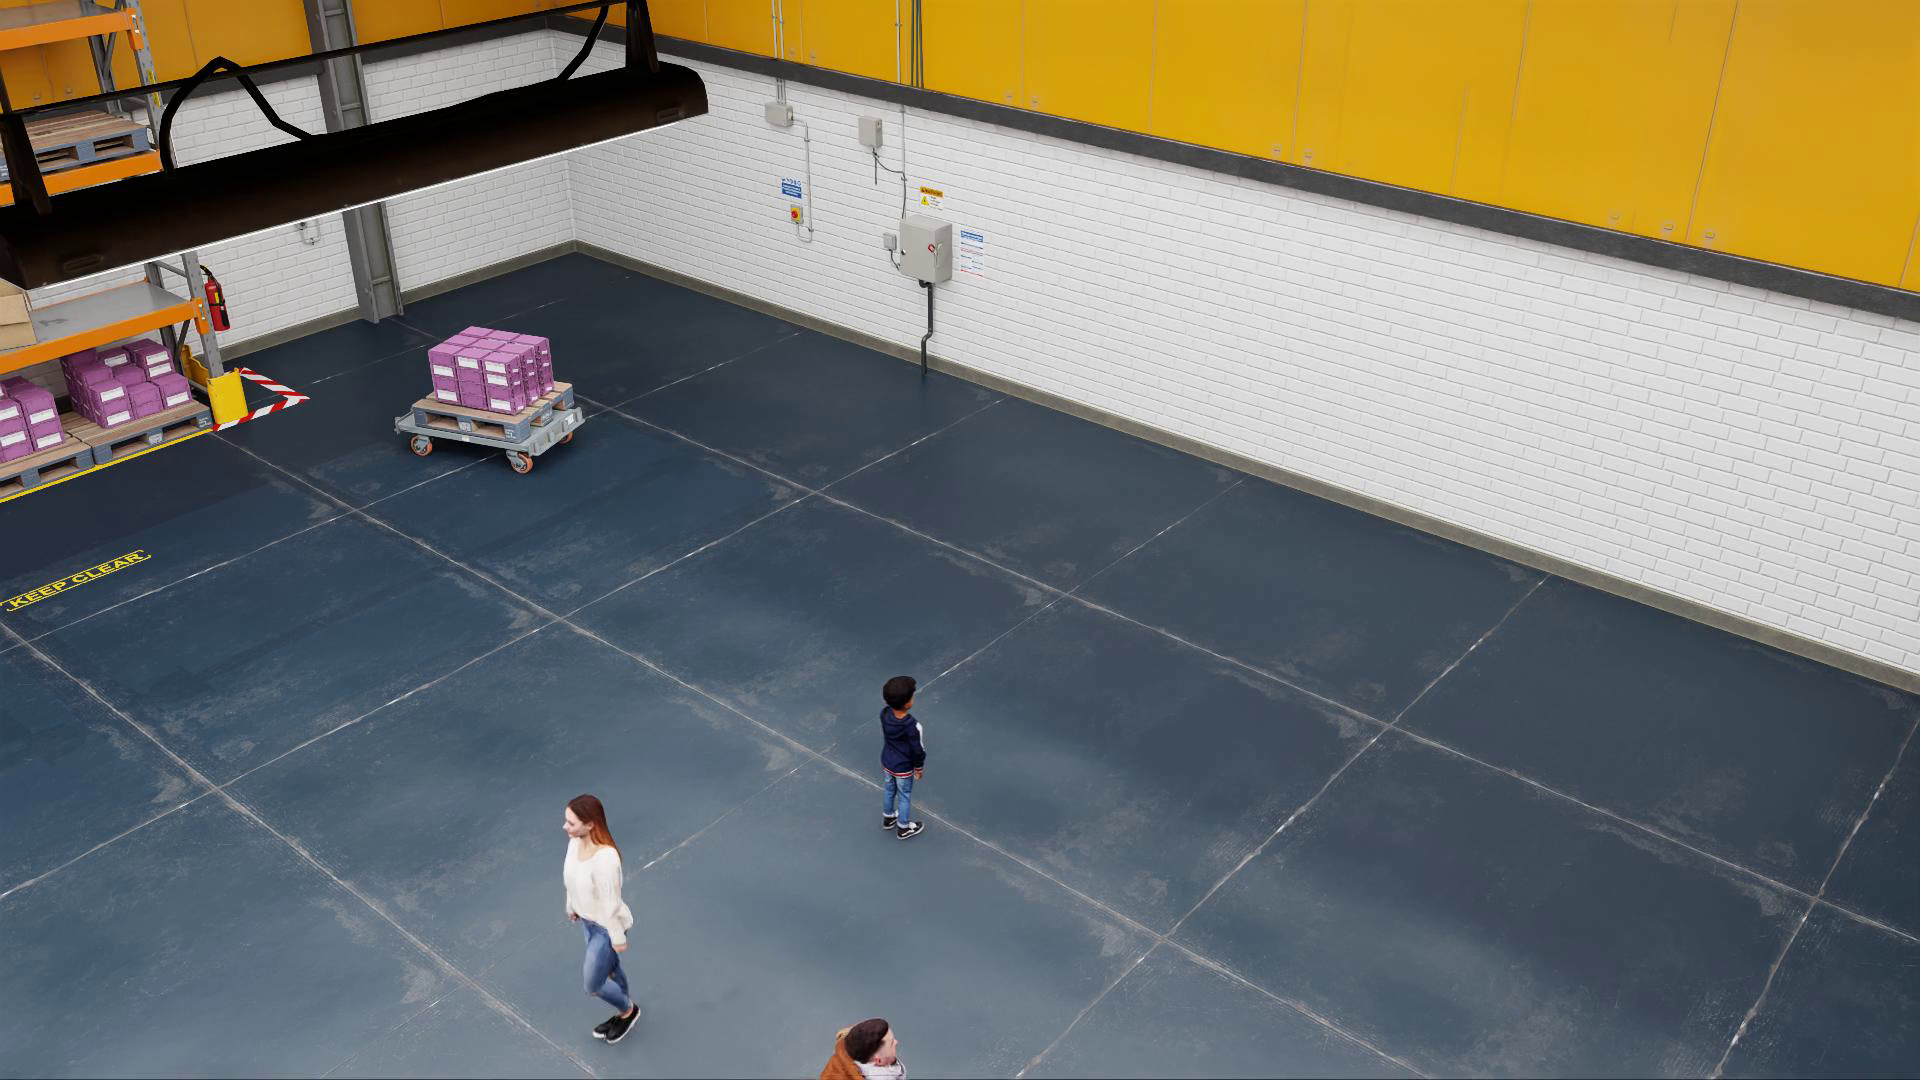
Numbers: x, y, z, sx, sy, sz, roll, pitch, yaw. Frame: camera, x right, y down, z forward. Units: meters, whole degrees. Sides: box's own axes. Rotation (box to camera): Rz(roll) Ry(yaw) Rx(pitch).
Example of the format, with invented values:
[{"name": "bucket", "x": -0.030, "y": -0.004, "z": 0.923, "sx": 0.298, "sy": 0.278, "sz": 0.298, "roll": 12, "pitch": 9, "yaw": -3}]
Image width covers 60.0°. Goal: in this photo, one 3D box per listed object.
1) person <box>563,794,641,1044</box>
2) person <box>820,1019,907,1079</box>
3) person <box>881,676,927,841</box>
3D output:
[{"name": "person", "x": -1.920, "y": 2.103, "z": 9.268, "sx": 0.666, "sy": 1.682, "sz": 0.706, "roll": -18, "pitch": 34, "yaw": -30}, {"name": "person", "x": -0.477, "y": 2.952, "z": 7.565, "sx": 0.910, "sy": 1.822, "sz": 0.872, "roll": -9, "pitch": 30, "yaw": -16}, {"name": "person", "x": -0.403, "y": 1.427, "z": 10.986, "sx": 0.516, "sy": 1.222, "sz": 0.480, "roll": 25, "pitch": 37, "yaw": 37}]
